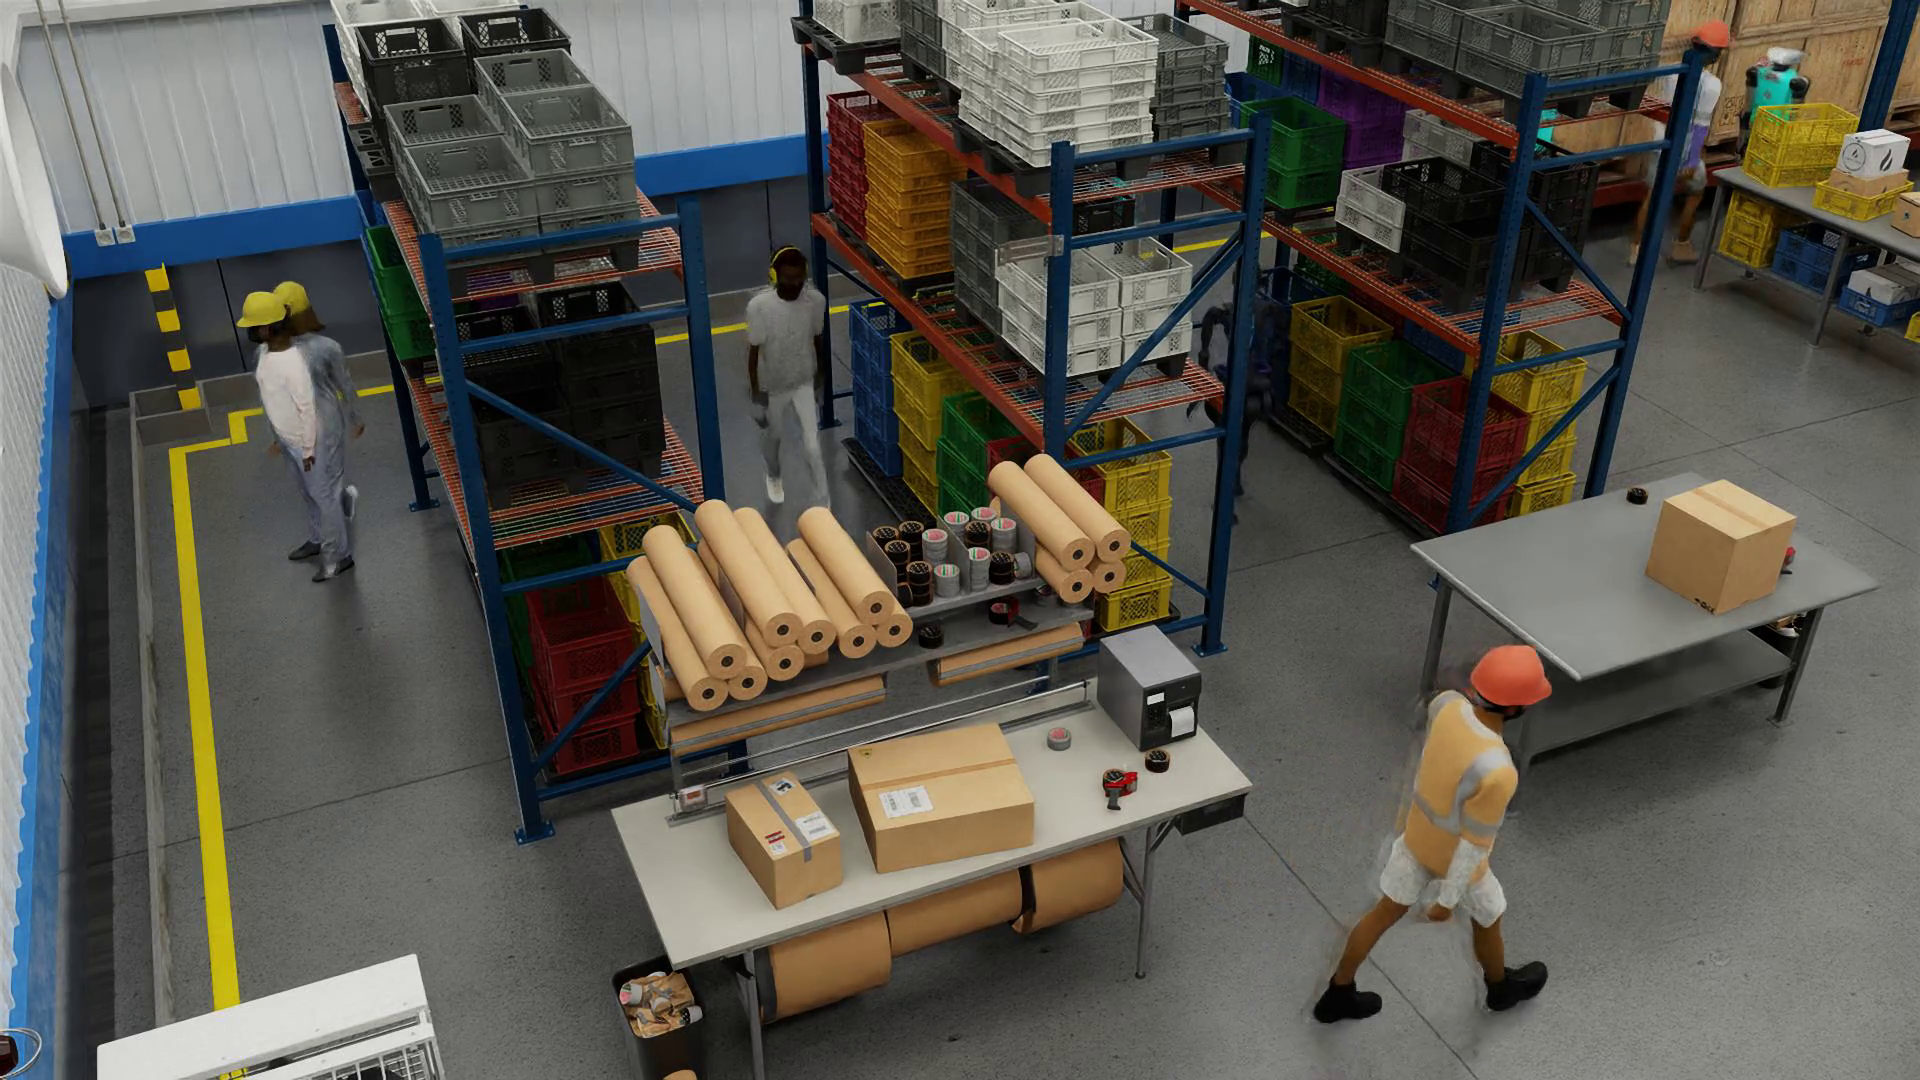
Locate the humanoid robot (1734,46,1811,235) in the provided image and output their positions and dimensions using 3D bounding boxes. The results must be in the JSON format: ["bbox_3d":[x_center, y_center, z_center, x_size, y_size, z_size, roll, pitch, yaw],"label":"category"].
[{"bbox_3d":[6.766,-3.195,13.806,0.675,1.839,0.531,-18,36,-27],"label":"humanoid robot"}]

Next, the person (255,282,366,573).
[{"bbox_3d":[-3.766,-0.712,9.756,0.498,1.689,0.922,-2,32,-3],"label":"person"}]

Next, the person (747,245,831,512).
[{"bbox_3d":[-1.026,-0.910,9.974,0.532,1.813,0.995,-10,33,-16],"label":"person"}]

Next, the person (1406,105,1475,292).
[{"bbox_3d":[3.534,-2.280,12.183,0.500,1.837,0.345,27,41,37],"label":"person"}]

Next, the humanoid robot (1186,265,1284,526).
[{"bbox_3d":[1.679,-0.922,10.136,0.588,1.641,0.534,-8,33,-13],"label":"humanoid robot"}]

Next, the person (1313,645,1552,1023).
[{"bbox_3d":[1.946,1.181,6.521,1.025,1.879,0.549,-10,33,-16],"label":"person"}]

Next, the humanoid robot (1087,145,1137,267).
[{"bbox_3d":[1.210,-2.905,13.160,0.533,1.677,0.735,-6,32,-10],"label":"humanoid robot"}]

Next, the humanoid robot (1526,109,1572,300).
[{"bbox_3d":[4.636,-2.691,12.997,0.534,1.859,0.742,-27,40,-36],"label":"humanoid robot"}]

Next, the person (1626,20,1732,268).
[{"bbox_3d":[5.917,-3.195,13.491,0.797,2.011,0.601,-13,34,-20],"label":"person"}]

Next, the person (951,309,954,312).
[{"bbox_3d":[0.109,-2.480,12.472,0.319,1.870,0.527,-5,32,-8],"label":"person"}]

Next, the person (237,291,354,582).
[{"bbox_3d":[-3.806,-0.596,9.509,0.309,1.768,0.521,-24,39,-34],"label":"person"}]
